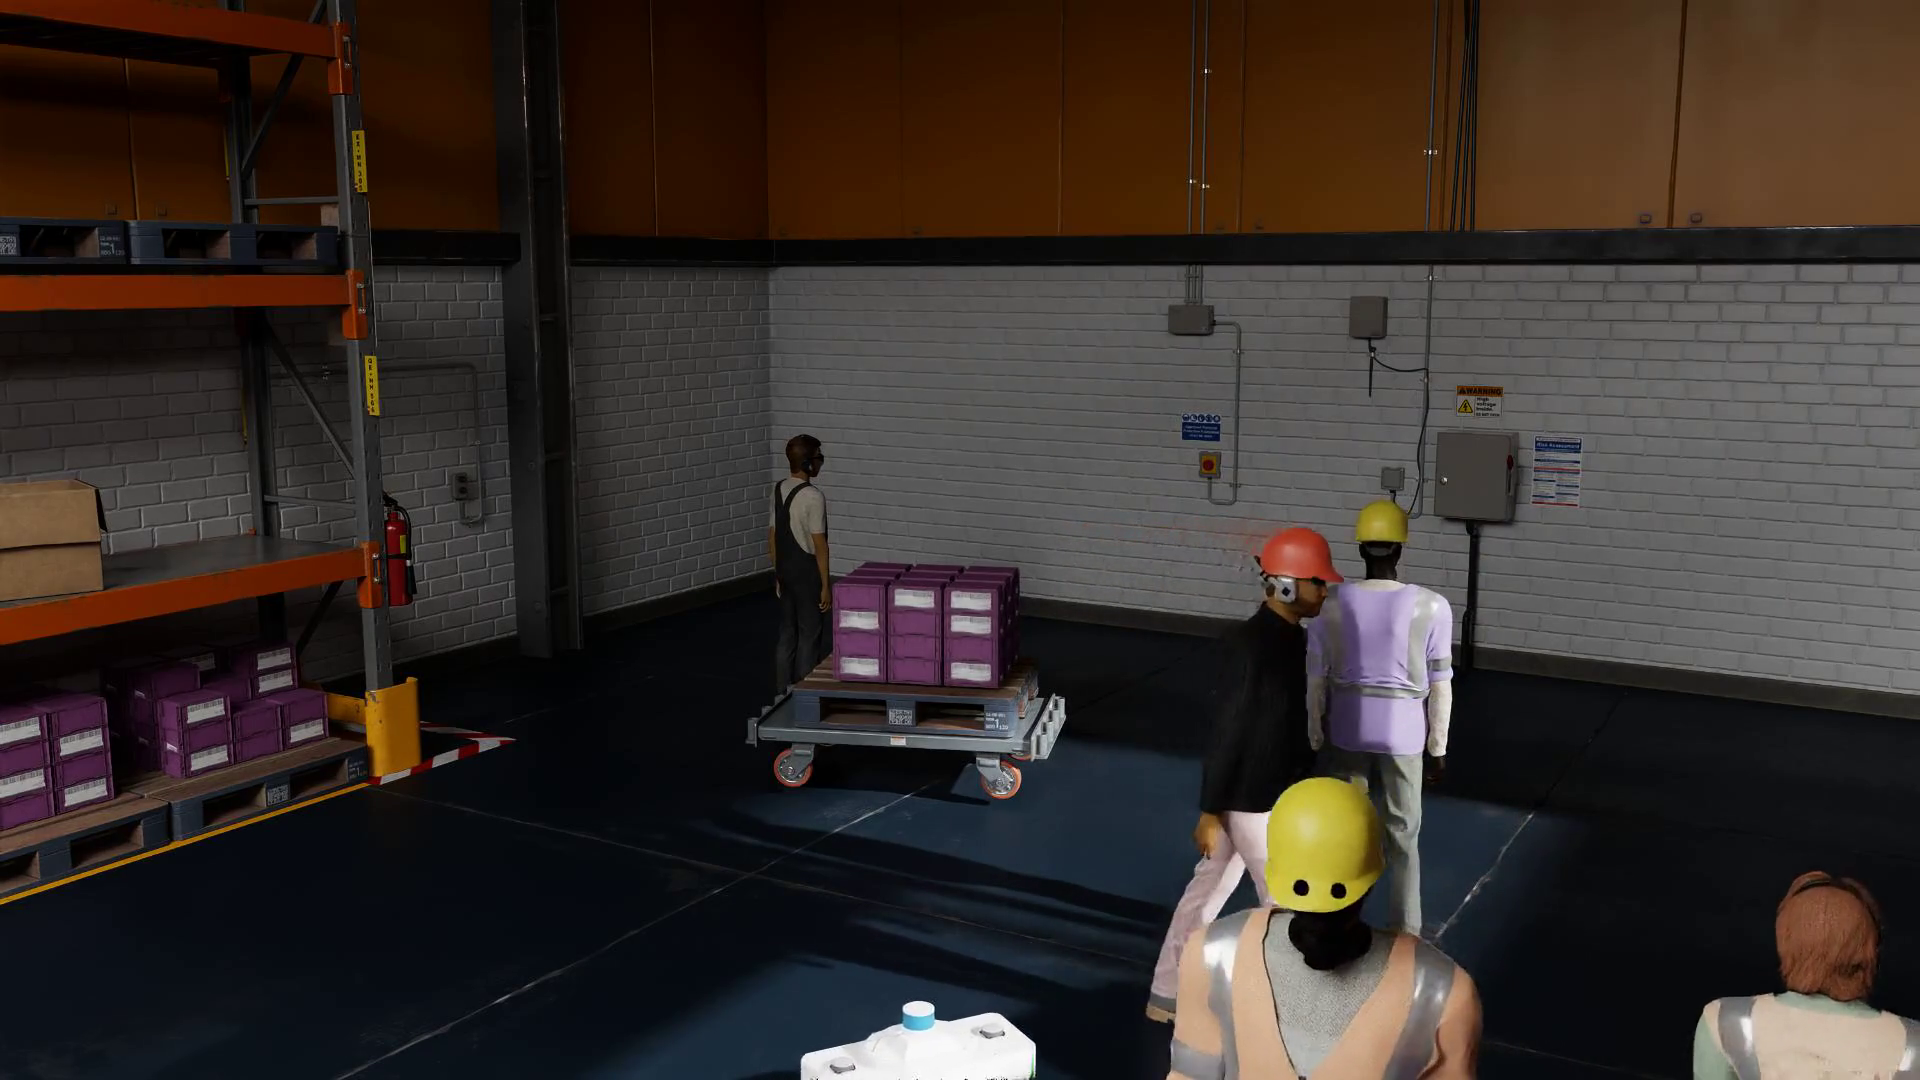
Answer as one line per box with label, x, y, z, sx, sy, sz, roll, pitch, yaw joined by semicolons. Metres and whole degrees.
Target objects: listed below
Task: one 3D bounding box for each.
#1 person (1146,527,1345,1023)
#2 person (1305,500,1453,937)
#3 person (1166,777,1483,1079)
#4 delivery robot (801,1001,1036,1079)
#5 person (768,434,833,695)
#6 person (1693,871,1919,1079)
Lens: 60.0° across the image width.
person;1.143;0.914;6.026;1.022;1.933;0.626;4;10;23
person;1.705;0.796;6.809;0.584;1.927;0.378;3;10;19
person;0.682;1.374;3.258;0.593;1.902;0.437;5;10;29
delivery robot;-0.130;1.690;5.203;0.707;0.478;0.477;-4;10;-26
person;-0.982;0.259;10.412;0.329;1.844;0.517;-9;13;-43
person;1.778;1.497;3.474;0.513;1.602;0.847;6;11;32
